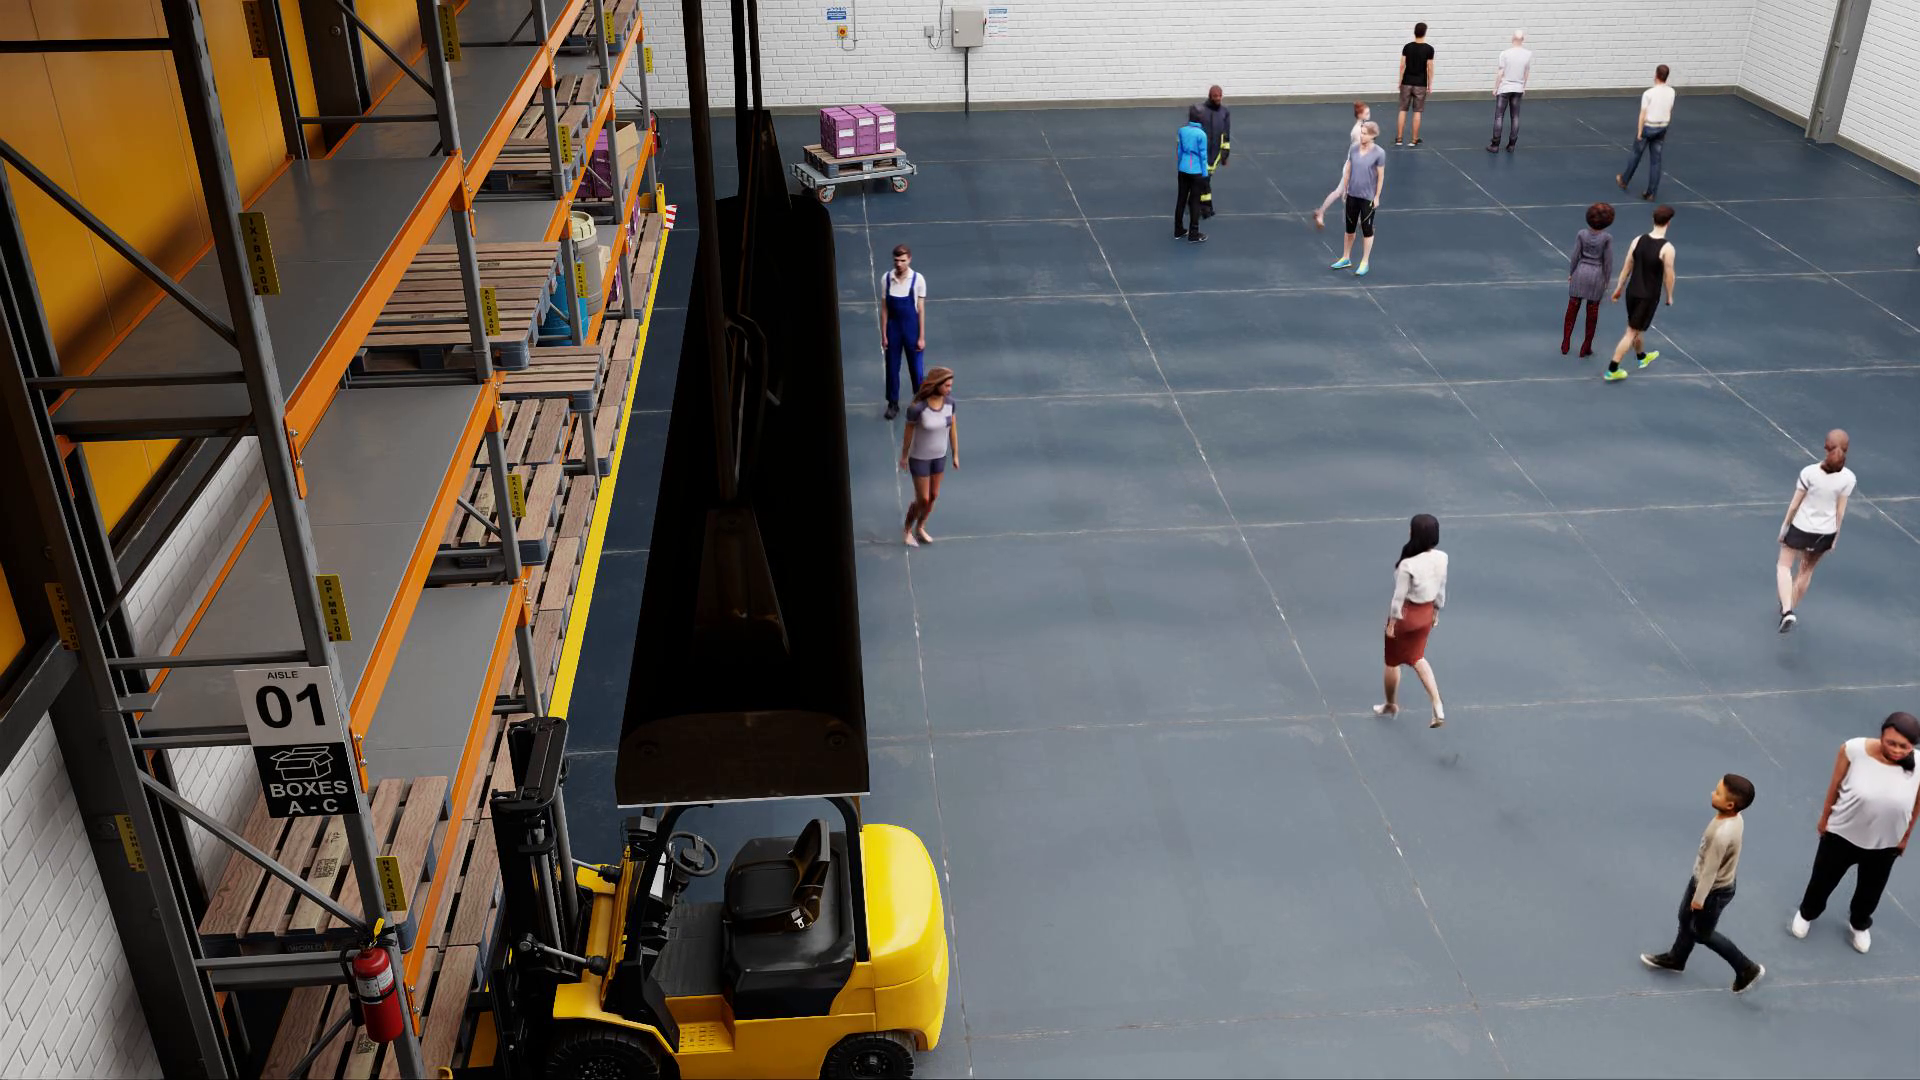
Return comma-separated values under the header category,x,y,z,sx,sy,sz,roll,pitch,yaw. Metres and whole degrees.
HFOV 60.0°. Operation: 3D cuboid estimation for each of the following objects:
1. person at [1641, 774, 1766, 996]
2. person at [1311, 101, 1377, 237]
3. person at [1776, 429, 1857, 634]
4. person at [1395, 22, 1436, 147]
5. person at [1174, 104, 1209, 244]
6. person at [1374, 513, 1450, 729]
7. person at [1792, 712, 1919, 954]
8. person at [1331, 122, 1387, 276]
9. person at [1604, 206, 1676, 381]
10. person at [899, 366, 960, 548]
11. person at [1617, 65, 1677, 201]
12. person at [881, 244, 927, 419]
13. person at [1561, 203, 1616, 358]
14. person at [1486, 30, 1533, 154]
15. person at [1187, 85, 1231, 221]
category,x,y,z,sx,sy,sz,roll,pitch,yaw
person,4.407,2.005,9.584,0.866,1.448,0.901,12,31,21
person,5.065,-4.840,21.812,1.030,1.754,1.123,13,31,23
person,6.649,-0.015,12.987,0.781,1.735,0.989,8,30,15
person,7.036,-7.072,25.793,0.768,1.861,0.745,11,31,20
person,3.001,-4.784,21.667,0.758,1.796,0.679,-25,37,-38
person,3.249,0.636,11.795,0.826,1.735,0.995,-15,32,-25
person,5.390,1.712,9.880,0.765,1.679,0.784,12,31,21
person,4.980,-4.247,20.589,0.732,1.885,0.802,23,36,36
person,7.135,-2.541,17.506,1.038,1.842,1.129,-16,32,-26
person,-0.327,-0.723,14.333,0.740,1.688,0.775,-10,30,-17
person,9.756,-5.682,23.291,0.667,1.817,1.074,-3,29,-5
person,-0.558,-2.101,16.699,0.679,1.842,0.673,5,29,9
person,6.878,-2.849,18.206,0.656,1.712,0.689,17,33,29
person,8.417,-6.867,25.443,0.638,1.836,0.561,-2,29,-4
person,3.312,-5.313,22.648,0.931,1.785,1.200,-9,30,-16
